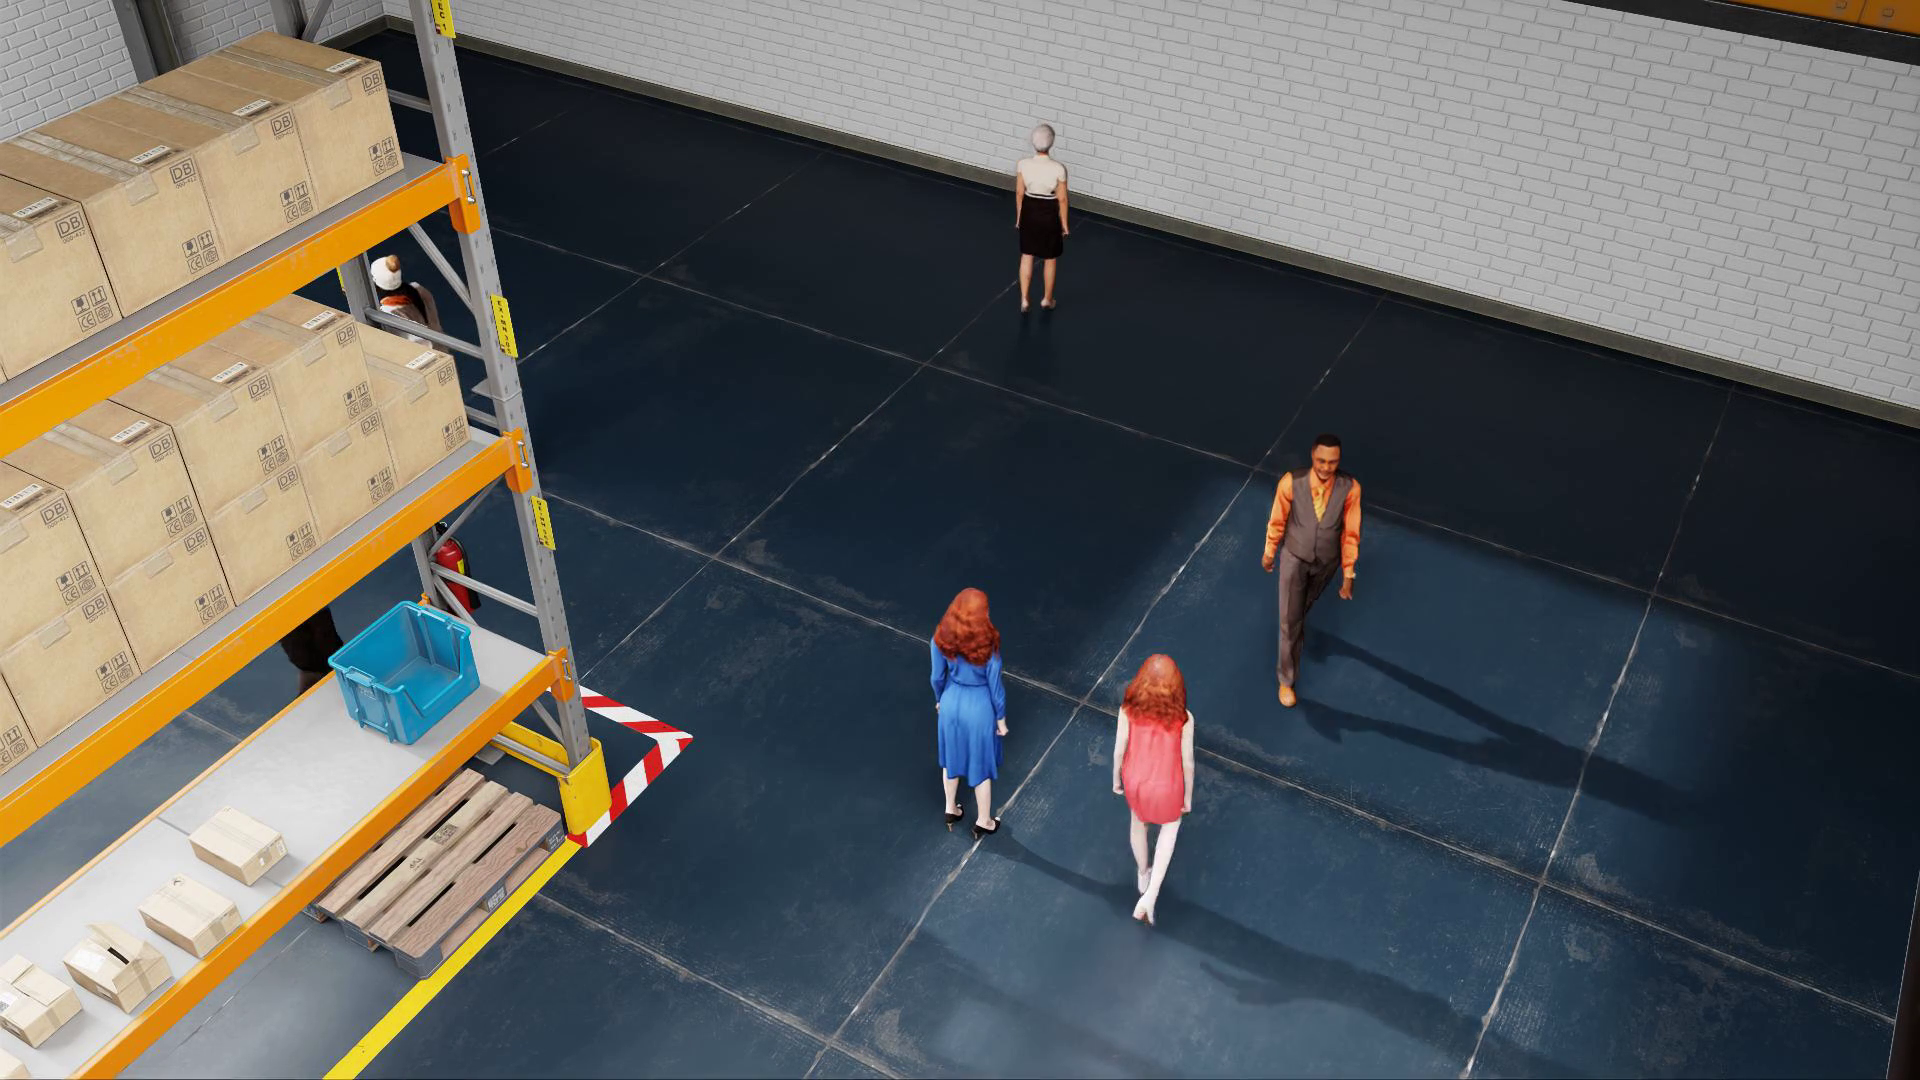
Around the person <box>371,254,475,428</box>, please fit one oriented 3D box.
[{"bbox_3d":[-3.961,-1.292,12.345,0.771,1.876,0.886,18,42,21],"label":"person"}]

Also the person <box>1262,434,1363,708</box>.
[{"bbox_3d":[2.245,0.058,10.663,1.075,1.864,1.368,3,39,4],"label":"person"}]

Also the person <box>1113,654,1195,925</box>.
[{"bbox_3d":[1.020,1.407,9.019,0.723,1.808,0.896,12,40,14],"label":"person"}]

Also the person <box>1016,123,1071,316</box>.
[{"bbox_3d":[0.685,-2.722,14.225,0.672,1.763,0.662,12,40,15],"label":"person"}]

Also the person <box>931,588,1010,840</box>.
[{"bbox_3d":[0.045,1.018,9.492,0.605,1.826,0.558,19,42,22],"label":"person"}]
